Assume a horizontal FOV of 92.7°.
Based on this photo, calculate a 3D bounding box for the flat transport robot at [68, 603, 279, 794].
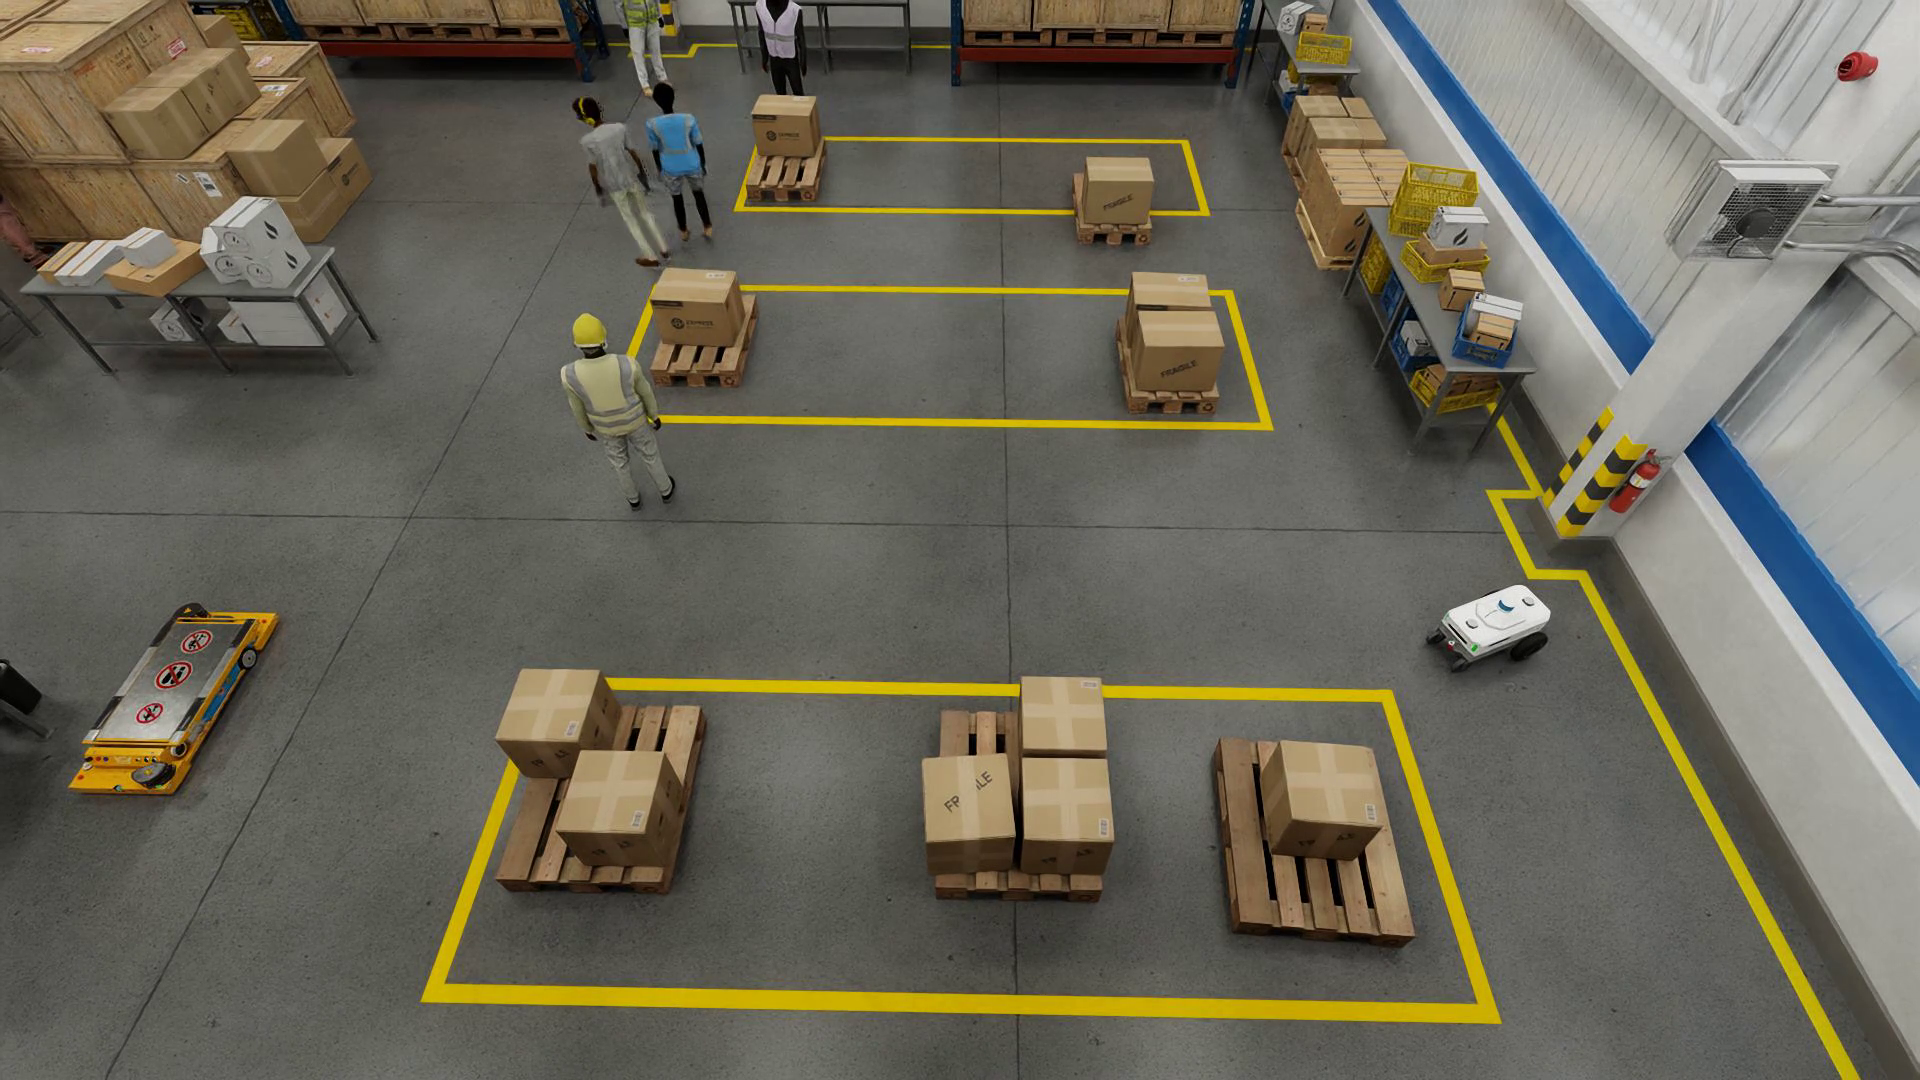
[{"bbox_3d":[-5.504,1.072,6.442,0.652,0.197,1.431,1,50,1],"label":"flat transport robot"}]

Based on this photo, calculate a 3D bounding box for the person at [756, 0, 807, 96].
[{"bbox_3d":[-2.166,-5.979,11.345,0.592,1.914,0.398,11,51,9],"label":"person"}]

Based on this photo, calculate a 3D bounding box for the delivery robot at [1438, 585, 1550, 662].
[{"bbox_3d":[3.850,0.586,6.609,0.707,0.478,0.477,-17,52,-14],"label":"delivery robot"}]

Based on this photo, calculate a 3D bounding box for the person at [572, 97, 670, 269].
[{"bbox_3d":[-3.467,-3.625,9.402,0.570,1.834,0.389,-37,59,-27],"label":"person"}]

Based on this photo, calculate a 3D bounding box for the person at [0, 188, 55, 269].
[{"bbox_3d":[-10.107,-3.722,9.436,0.652,1.904,0.402,29,56,22],"label":"person"}]

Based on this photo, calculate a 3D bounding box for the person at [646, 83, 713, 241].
[{"bbox_3d":[-2.987,-3.988,9.808,0.576,1.695,0.367,-15,51,-12],"label":"person"}]

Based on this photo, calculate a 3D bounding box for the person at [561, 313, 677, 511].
[{"bbox_3d":[-2.653,-0.961,7.146,0.601,1.830,0.403,-13,51,-11],"label":"person"}]

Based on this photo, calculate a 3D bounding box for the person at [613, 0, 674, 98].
[{"bbox_3d":[-4.222,-6.901,12.167,0.626,1.843,0.430,-36,59,-27],"label":"person"}]
